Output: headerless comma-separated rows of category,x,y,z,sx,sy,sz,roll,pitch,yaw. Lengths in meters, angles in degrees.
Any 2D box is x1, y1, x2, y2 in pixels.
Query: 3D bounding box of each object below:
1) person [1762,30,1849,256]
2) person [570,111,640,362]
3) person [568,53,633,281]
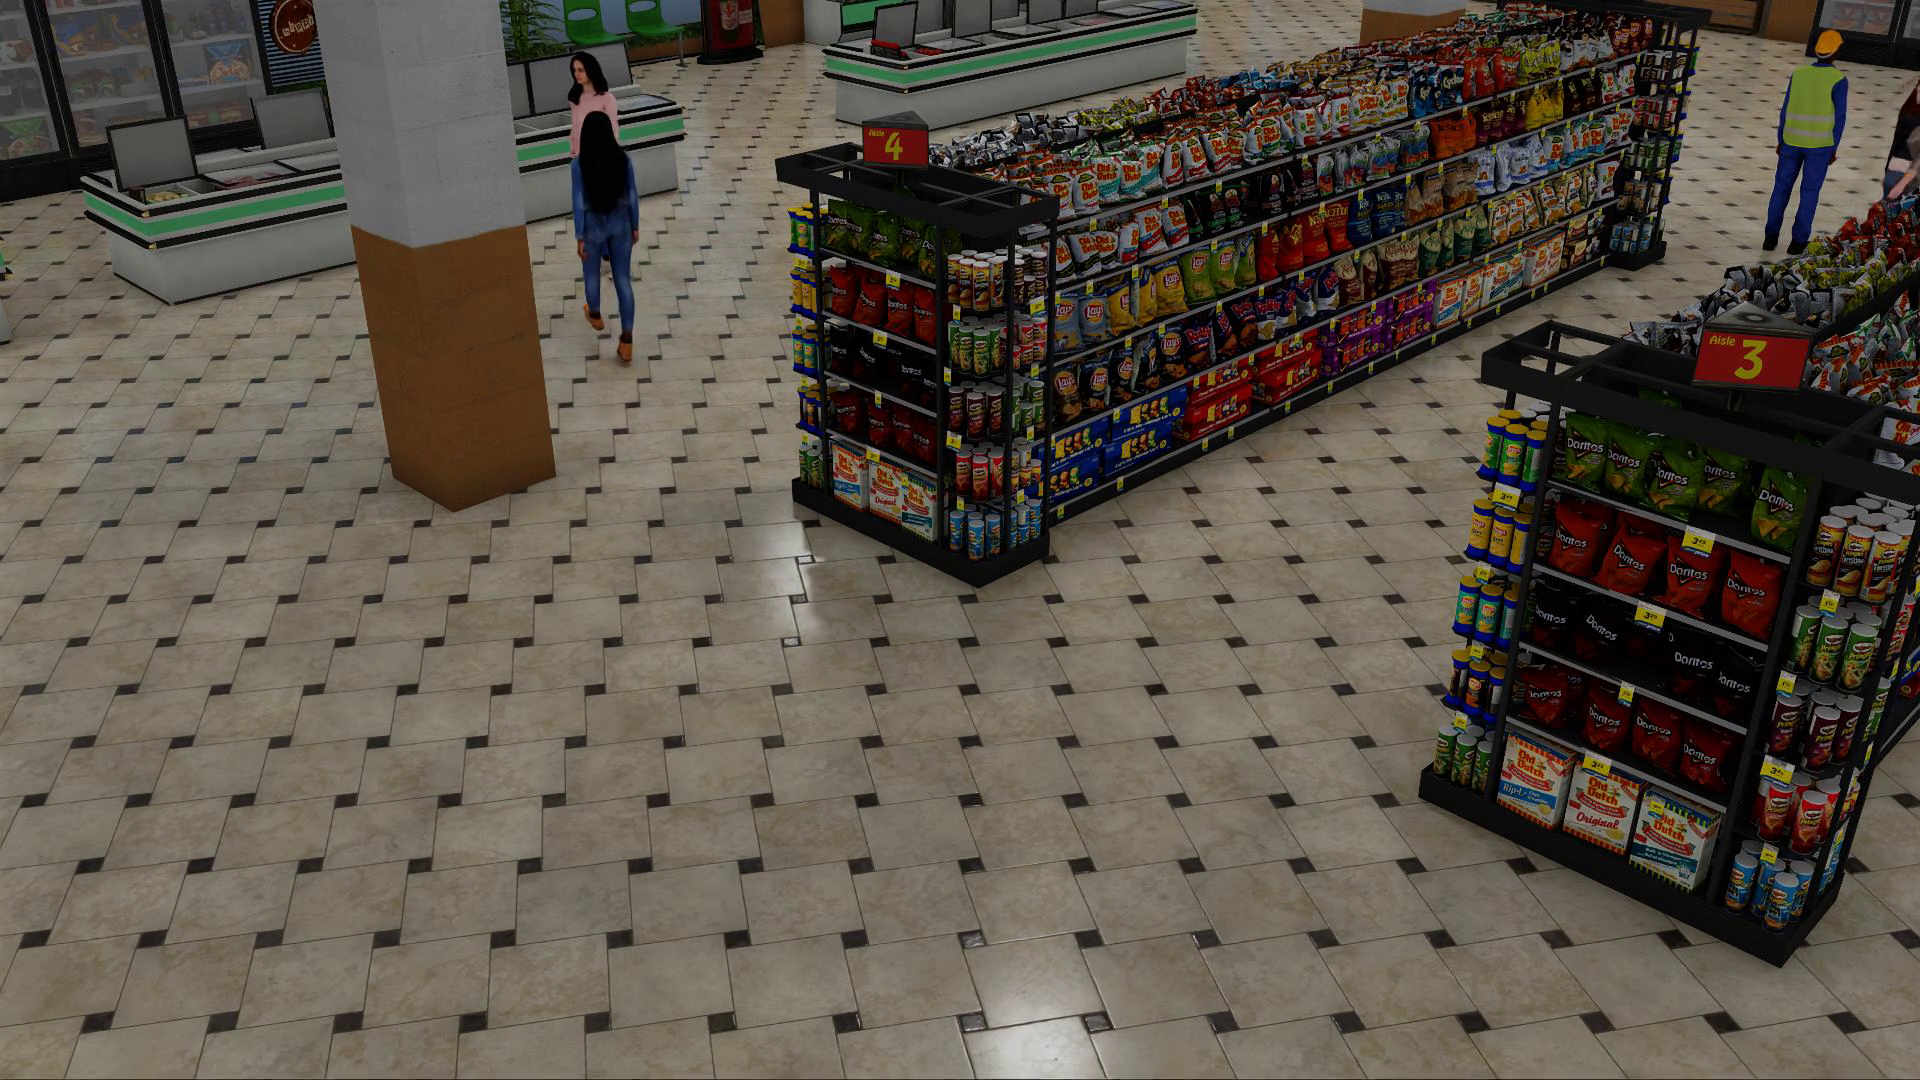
person,6.977,-3.276,13.702,0.653,1.812,0.566,23,35,38
person,-2.398,-2.049,11.434,1.165,1.675,0.982,-12,29,-22
person,-2.832,-2.935,13.079,0.690,1.767,0.625,15,31,28
